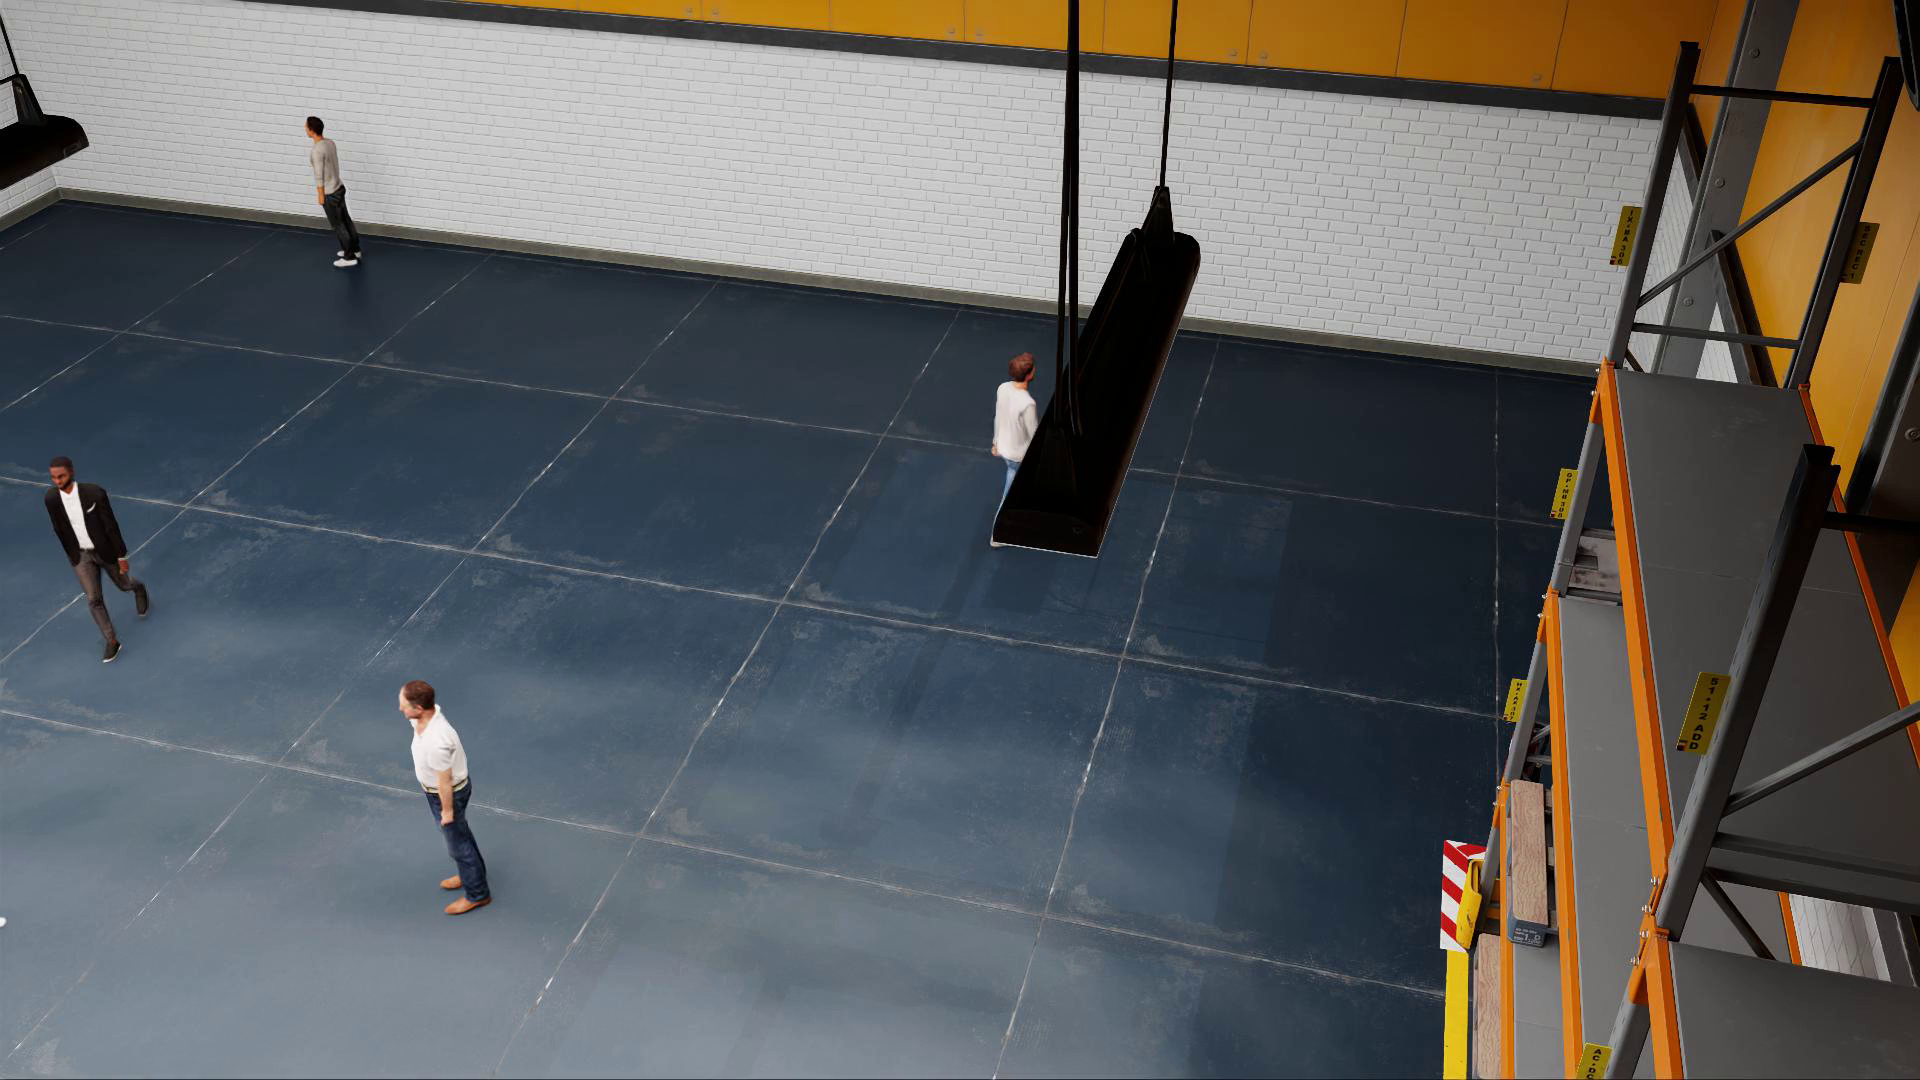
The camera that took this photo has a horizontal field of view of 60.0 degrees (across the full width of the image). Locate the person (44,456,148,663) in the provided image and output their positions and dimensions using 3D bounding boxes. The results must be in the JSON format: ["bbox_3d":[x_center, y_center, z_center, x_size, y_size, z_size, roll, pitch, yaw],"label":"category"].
[{"bbox_3d":[-7.007,0.065,13.551,0.965,1.776,1.191,-6,34,-9],"label":"person"}]

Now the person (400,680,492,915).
[{"bbox_3d":[-3.388,1.671,11.070,0.816,1.846,0.740,-14,36,-20],"label":"person"}]

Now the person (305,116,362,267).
[{"bbox_3d":[-7.512,-4.189,19.923,0.749,1.807,0.580,-1,34,-1],"label":"person"}]

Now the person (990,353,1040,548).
[{"bbox_3d":[0.431,-0.747,14.682,1.098,1.875,1.055,-16,37,-22],"label":"person"}]
